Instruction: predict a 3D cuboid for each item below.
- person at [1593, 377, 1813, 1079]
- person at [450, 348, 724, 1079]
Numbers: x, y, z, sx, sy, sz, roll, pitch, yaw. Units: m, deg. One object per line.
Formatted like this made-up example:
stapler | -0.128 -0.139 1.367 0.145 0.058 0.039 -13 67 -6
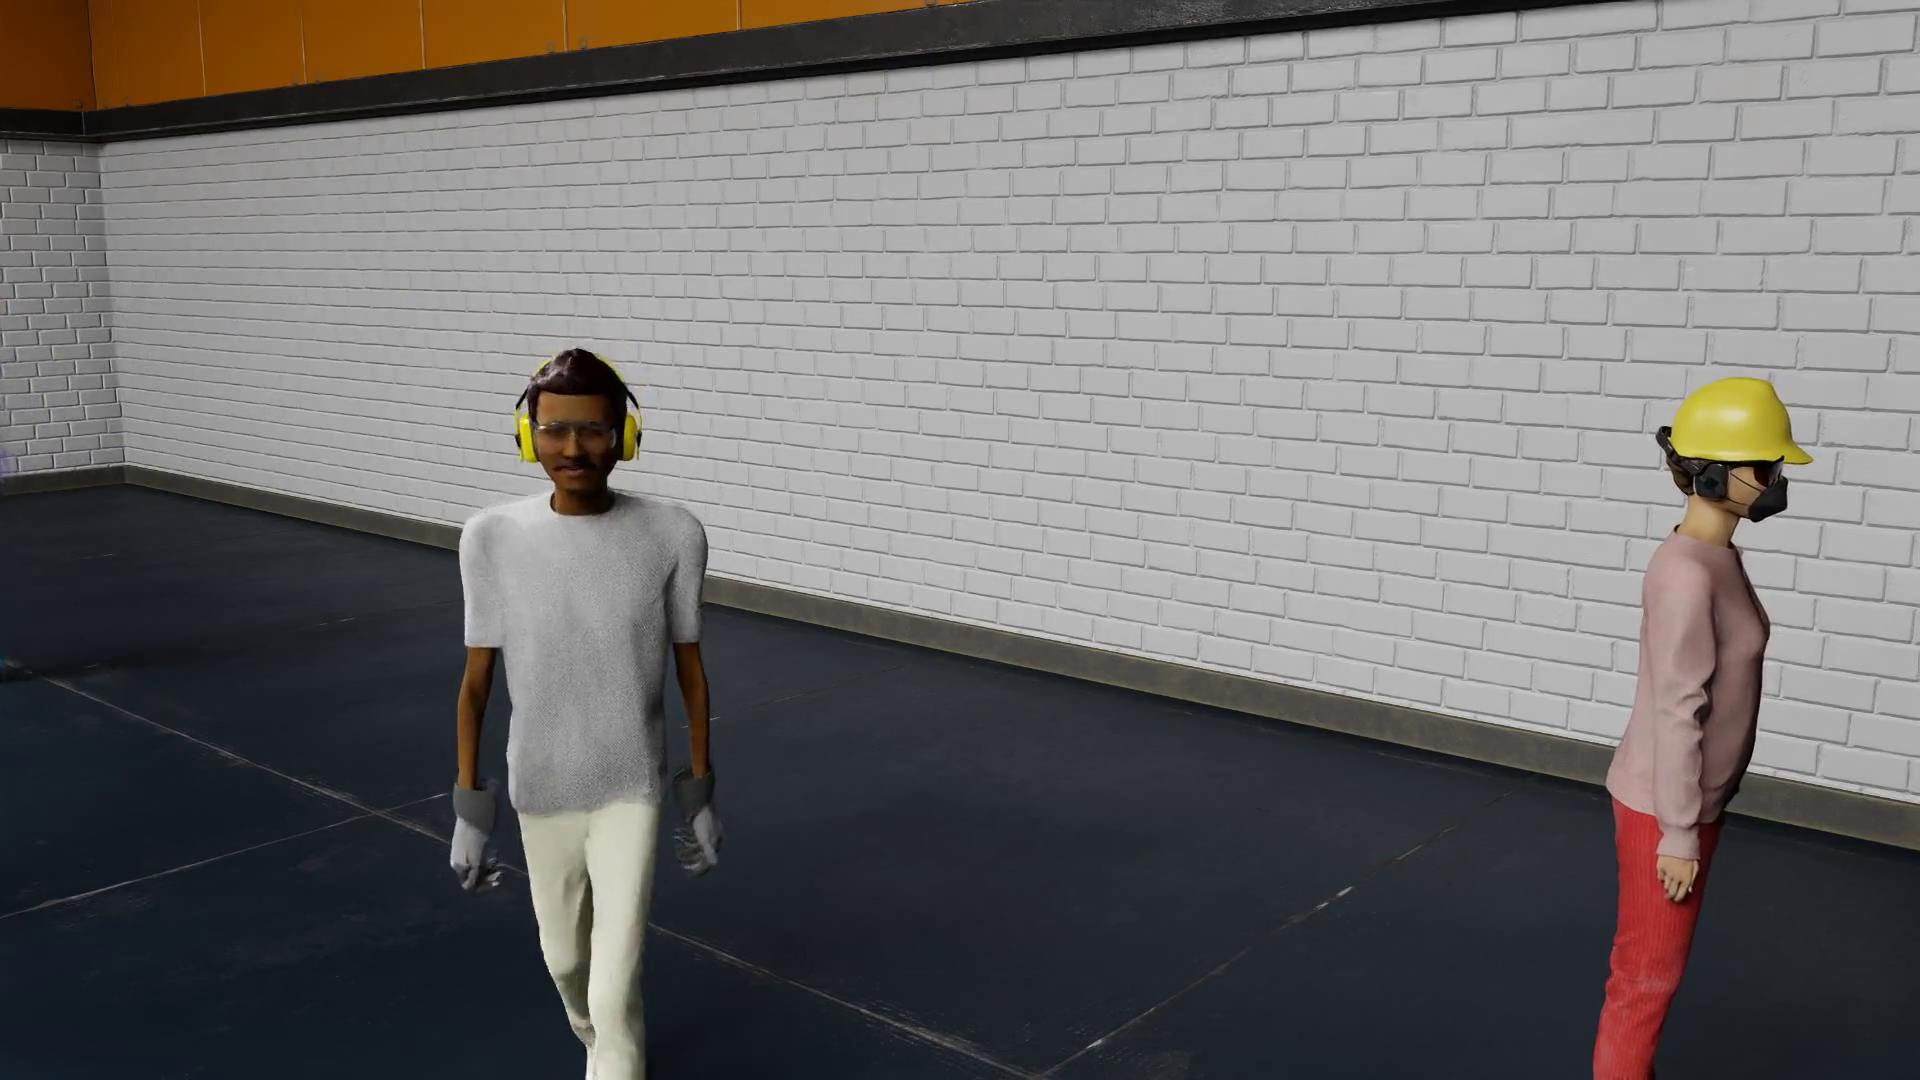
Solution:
person | 1.523 0.546 3.454 0.330 1.768 0.526 5 11 28
person | -0.775 0.509 3.486 0.538 1.842 0.911 -1 10 -4
